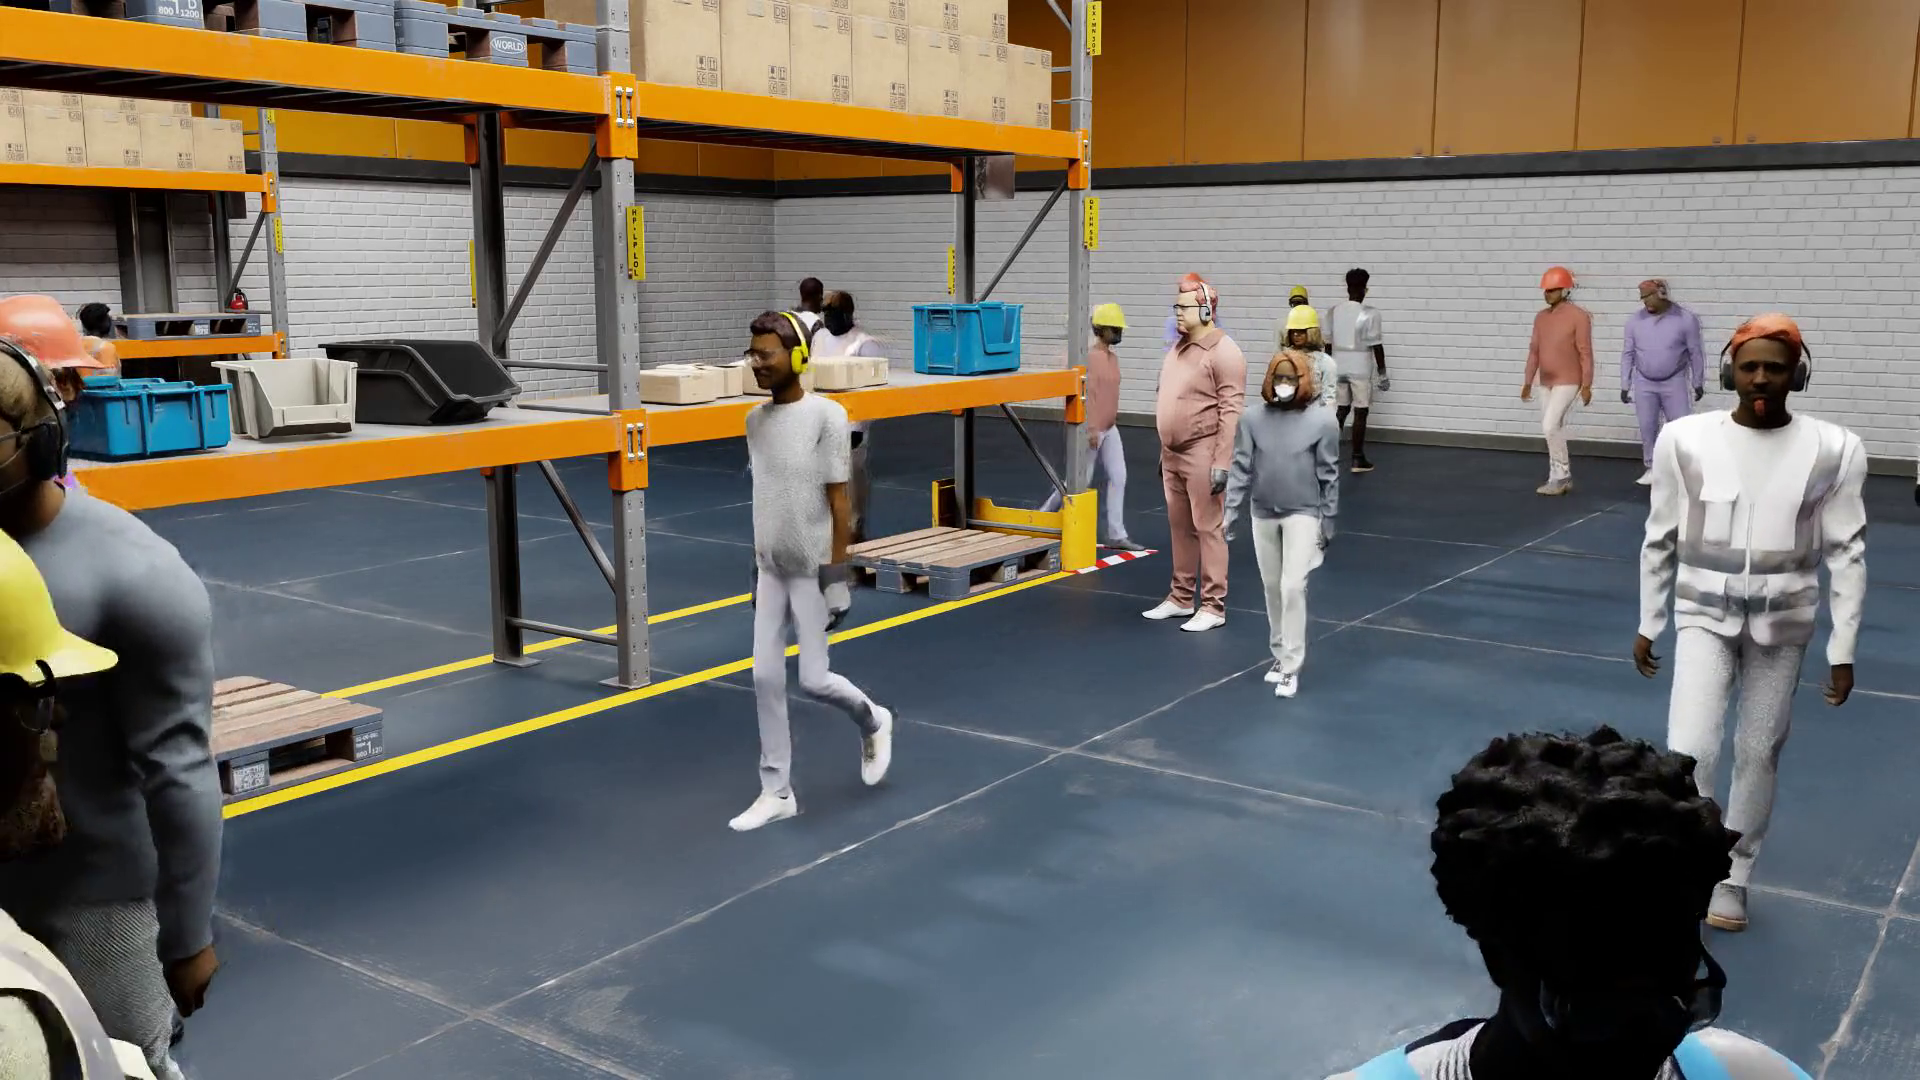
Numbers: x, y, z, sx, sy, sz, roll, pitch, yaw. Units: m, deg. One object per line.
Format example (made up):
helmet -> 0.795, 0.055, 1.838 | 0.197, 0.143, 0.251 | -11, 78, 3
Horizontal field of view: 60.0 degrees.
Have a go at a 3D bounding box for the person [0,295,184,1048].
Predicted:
person -> -2.280, 0.363, 4.185 | 0.542, 1.938, 0.358 | 8, 12, 39

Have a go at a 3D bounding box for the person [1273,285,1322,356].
person -> 3.623, -1.845, 17.868 | 0.531, 1.766, 0.336 | 5, 11, 25

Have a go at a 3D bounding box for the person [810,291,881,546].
person -> -0.876, -0.813, 11.552 | 0.638, 1.811, 0.693 | 8, 12, 40

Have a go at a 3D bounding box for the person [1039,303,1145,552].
person -> 0.903, -0.791, 11.644 | 0.776, 1.734, 0.525 | 6, 11, 32

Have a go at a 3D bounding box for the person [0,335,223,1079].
person -> -1.531, 0.603, 2.841 | 0.647, 1.909, 0.488 | 2, 10, 12

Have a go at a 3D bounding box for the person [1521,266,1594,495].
person -> 5.116, -1.356, 14.314 | 0.508, 1.971, 0.655 | -4, 10, -20

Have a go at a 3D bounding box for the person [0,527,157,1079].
person -> -0.913, 0.862, 1.546 | 0.617, 1.821, 0.426 | 8, 12, 39

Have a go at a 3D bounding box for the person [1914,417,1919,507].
person -> 5.330, -0.373, 8.702 | 0.594, 1.896, 0.876 | 7, 12, 37

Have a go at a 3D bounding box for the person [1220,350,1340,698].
person -> 1.483, -0.077, 7.799 | 0.501, 1.610, 0.684 | 6, 11, 32

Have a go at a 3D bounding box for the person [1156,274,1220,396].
person -> 2.101, -1.529, 15.584 | 0.569, 1.888, 0.957 | -4, 10, -20

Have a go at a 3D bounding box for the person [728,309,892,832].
person -> -0.537, 0.098, 6.001 | 0.522, 1.856, 0.659 | 7, 12, 37

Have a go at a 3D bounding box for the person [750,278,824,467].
person -> -1.483, -1.459, 15.234 | 0.927, 1.881, 0.594 | -8, 12, -39

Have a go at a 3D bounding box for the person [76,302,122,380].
person -> -6.975, -1.087, 13.535 | 0.550, 1.686, 0.371 | 7, 12, 36

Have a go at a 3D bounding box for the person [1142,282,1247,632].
person -> 1.278, -0.456, 9.153 | 0.407, 1.910, 0.639 | -5, 11, -25

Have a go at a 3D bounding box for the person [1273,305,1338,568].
person -> 2.247, -0.684, 11.026 | 0.487, 1.738, 0.333 | 8, 13, 40

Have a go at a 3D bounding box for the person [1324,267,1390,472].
person -> 3.796, -1.621, 15.927 | 0.451, 1.960, 0.625 | -8, 12, -39

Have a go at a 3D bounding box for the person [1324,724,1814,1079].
person -> 0.470, 0.947, 1.463 | 0.576, 1.674, 0.422 | -2, 10, -12

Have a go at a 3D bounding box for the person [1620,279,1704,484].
person -> 6.307, -1.410, 14.969 | 0.699, 1.865, 0.469 | 7, 12, 35

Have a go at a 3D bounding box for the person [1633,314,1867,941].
person -> 2.273, 0.295, 4.817 | 0.606, 1.855, 0.774 | 4, 10, 24
